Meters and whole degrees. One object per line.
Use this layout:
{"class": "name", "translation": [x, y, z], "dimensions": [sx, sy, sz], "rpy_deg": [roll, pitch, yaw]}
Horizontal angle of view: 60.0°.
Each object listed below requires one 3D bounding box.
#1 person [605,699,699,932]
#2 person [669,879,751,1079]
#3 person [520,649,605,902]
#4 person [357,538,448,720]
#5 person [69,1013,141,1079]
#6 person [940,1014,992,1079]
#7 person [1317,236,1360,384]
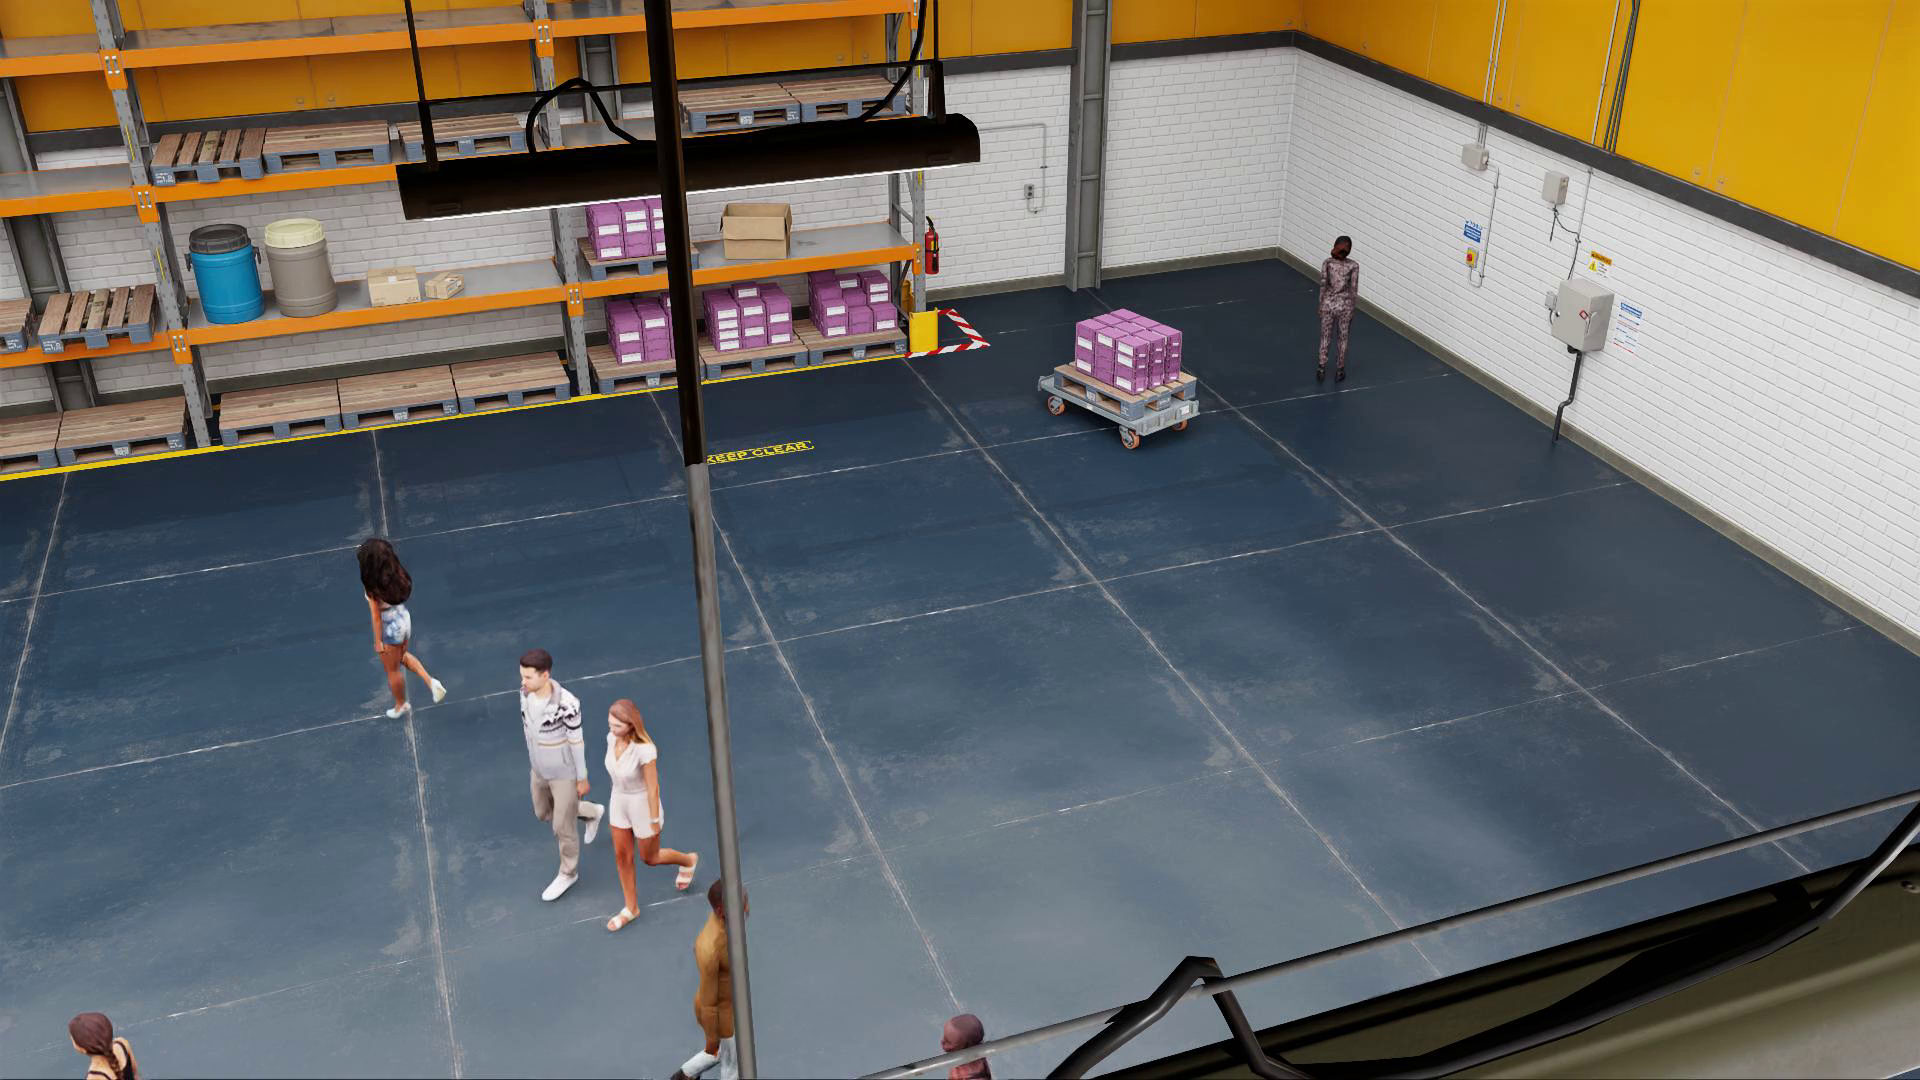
{"class": "person", "translation": [-2.054, 1.721, 10.854], "dimensions": [0.904, 1.674, 1.055], "rpy_deg": [20, 34, 32]}
{"class": "person", "translation": [-1.377, 2.563, 9.177], "dimensions": [1.005, 1.802, 0.898], "rpy_deg": [8, 30, 14]}
{"class": "person", "translation": [-2.630, 1.484, 11.119], "dimensions": [0.986, 1.836, 1.092], "rpy_deg": [18, 34, 30]}
{"class": "person", "translation": [-4.290, 0.704, 12.781], "dimensions": [0.847, 1.615, 0.743], "rpy_deg": [4, 29, 7]}
{"class": "person", "translation": [-4.209, 3.036, 8.581], "dimensions": [1.052, 1.542, 0.784], "rpy_deg": [2, 29, 4]}
{"class": "person", "translation": [0.156, 3.061, 8.327], "dimensions": [0.755, 1.742, 0.735], "rpy_deg": [0, 29, 1]}
{"class": "person", "translation": [4.251, -2.616, 18.765], "dimensions": [0.671, 1.713, 0.743], "rpy_deg": [9, 30, 16]}
